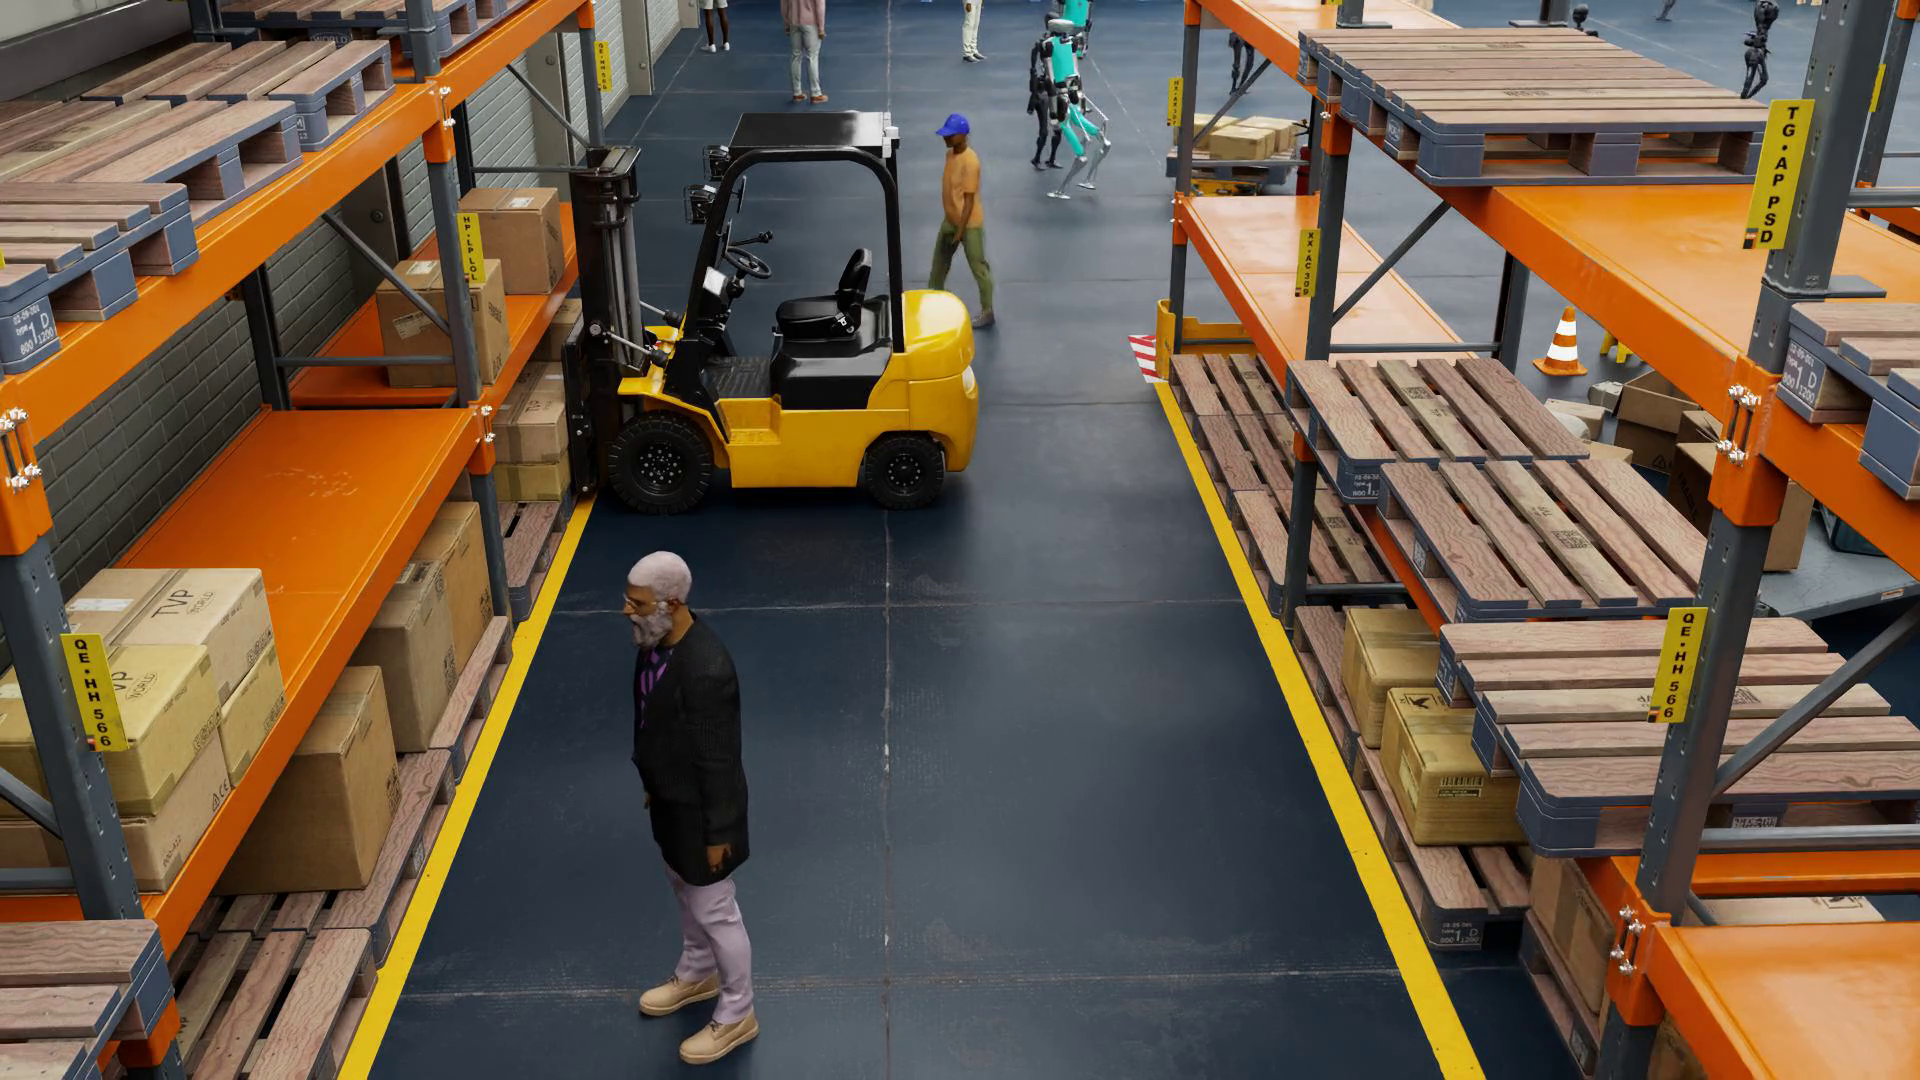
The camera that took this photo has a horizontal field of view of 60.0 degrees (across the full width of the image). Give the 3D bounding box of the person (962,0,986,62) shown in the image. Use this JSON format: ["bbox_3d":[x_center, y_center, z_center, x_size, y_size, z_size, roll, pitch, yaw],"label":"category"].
[{"bbox_3d":[0.214,-7.899,24.303,0.334,1.742,0.560,9,27,19],"label":"person"}]

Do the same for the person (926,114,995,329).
[{"bbox_3d":[-0.090,-2.399,12.724,0.861,1.678,0.462,-14,29,-27],"label":"person"}]

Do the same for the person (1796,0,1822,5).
[{"bbox_3d":[15.371,-10.563,29.774,0.543,1.891,0.388,22,33,39],"label":"person"}]

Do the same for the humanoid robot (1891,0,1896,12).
[{"bbox_3d":[16.418,-9.886,28.592,0.428,1.635,0.612,-9,27,-19],"label":"humanoid robot"}]

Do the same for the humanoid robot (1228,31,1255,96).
[{"bbox_3d":[3.755,-6.655,21.759,0.601,1.647,0.335,-13,28,-26],"label":"humanoid robot"}]

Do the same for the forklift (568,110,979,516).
[{"bbox_3d":[-1.043,-1.379,9.976,2.313,2.155,1.214,-1,25,-2],"label":"forklift"}]

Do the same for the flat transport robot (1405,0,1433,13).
[{"bbox_3d":[6.667,-8.051,26.353,0.659,0.231,1.431,22,33,39],"label":"flat transport robot"}]

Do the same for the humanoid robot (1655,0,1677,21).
[{"bbox_3d":[12.012,-9.545,27.880,0.402,1.644,0.613,21,32,37],"label":"humanoid robot"}]

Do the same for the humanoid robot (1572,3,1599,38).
[{"bbox_3d":[6.808,-5.157,18.618,0.585,1.643,0.486,0,25,1],"label":"humanoid robot"}]

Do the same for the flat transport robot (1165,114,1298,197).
[{"bbox_3d":[2.794,-3.734,17.210,0.659,0.231,1.431,7,26,15],"label":"flat transport robot"}]

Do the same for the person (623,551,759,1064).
[{"bbox_3d":[-0.905,0.884,5.593,0.407,1.851,0.537,-15,29,-29],"label":"person"}]

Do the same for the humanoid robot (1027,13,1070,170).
[{"bbox_3d":[0.970,-4.817,17.868,0.608,1.651,0.356,-19,31,-35],"label":"humanoid robot"}]

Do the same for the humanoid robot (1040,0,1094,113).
[{"bbox_3d":[1.257,-6.129,20.569,0.531,1.730,0.935,-15,29,-28],"label":"humanoid robot"}]

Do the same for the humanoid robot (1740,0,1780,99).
[{"bbox_3d":[9.867,-6.084,20.537,0.335,1.642,0.612,15,29,29],"label":"humanoid robot"}]

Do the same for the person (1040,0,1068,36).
[{"bbox_3d":[1.511,-8.238,24.939,0.646,1.813,0.681,12,28,24],"label":"person"}]

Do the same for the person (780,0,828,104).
[{"bbox_3d":[-2.002,-6.591,21.309,0.627,1.939,0.374,12,28,25],"label":"person"}]

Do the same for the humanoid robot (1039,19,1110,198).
[{"bbox_3d":[1.212,-4.280,16.651,0.844,1.752,0.541,19,31,34],"label":"humanoid robot"}]

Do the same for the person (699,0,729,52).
[{"bbox_3d":[-3.745,-8.346,25.071,0.544,1.898,0.374,-17,30,-32],"label":"person"}]
